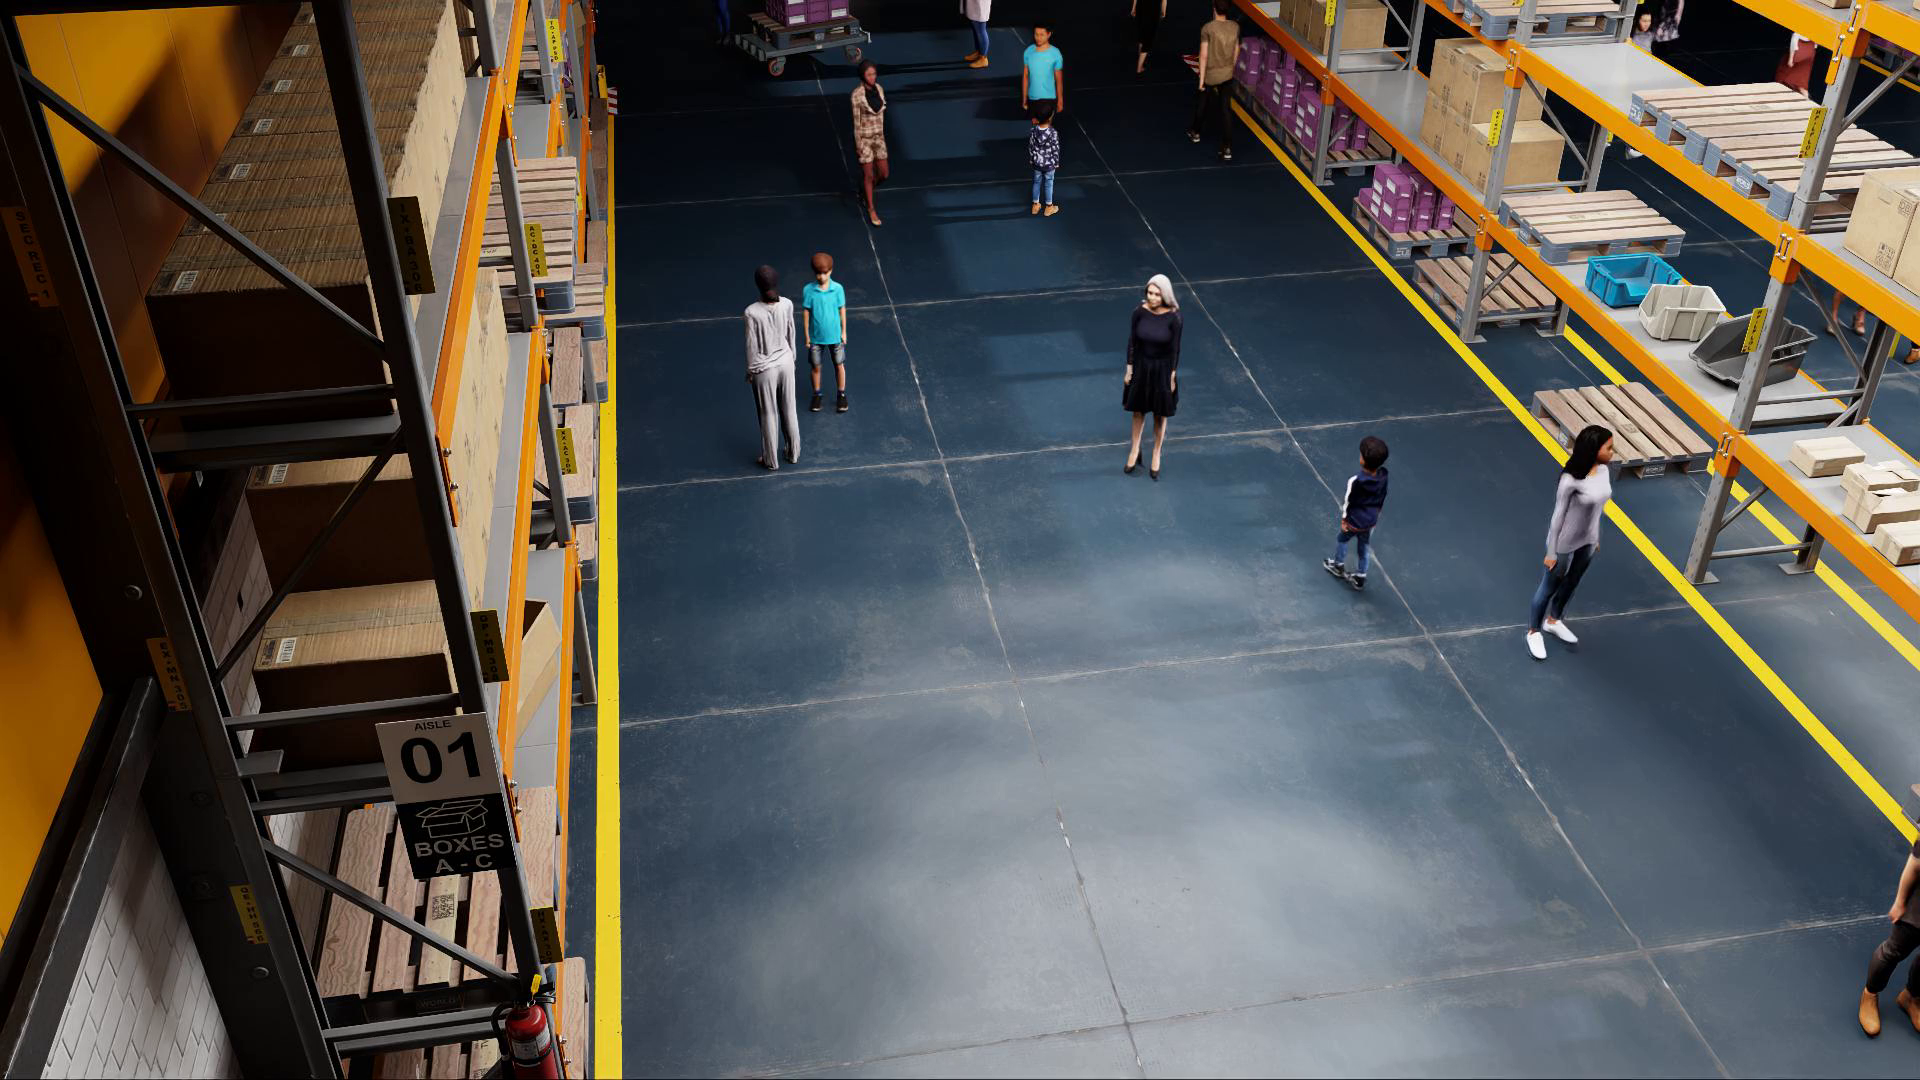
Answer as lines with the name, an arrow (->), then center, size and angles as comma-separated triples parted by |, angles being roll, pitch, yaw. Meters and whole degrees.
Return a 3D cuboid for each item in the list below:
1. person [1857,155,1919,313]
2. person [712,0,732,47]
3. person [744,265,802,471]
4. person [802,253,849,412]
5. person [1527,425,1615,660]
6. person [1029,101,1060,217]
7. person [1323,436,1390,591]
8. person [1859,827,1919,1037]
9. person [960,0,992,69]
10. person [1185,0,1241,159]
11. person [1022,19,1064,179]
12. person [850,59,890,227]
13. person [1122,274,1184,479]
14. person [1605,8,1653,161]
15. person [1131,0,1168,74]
person -> 8.850, -2.943, 15.730 | 0.724, 1.713, 0.818 | -20, 38, -27
person -> -3.265, -7.639, 22.829 | 0.720, 1.675, 0.759 | 15, 37, 22
person -> -1.497, -1.382, 13.326 | 0.655, 1.774, 0.648 | -18, 37, -24
person -> -1.156, -1.793, 14.239 | 0.525, 1.448, 0.496 | -3, 34, -5
person -> 4.138, 0.000, 11.280 | 0.687, 1.737, 0.643 | -12, 36, -18
person -> 0.902, -4.112, 17.906 | 0.585, 1.251, 0.632 | 15, 36, 21
person -> 2.924, -0.167, 12.006 | 0.583, 1.211, 0.646 | -10, 35, -15
person -> 5.029, 1.843, 8.526 | 0.671, 1.717, 0.635 | 2, 34, 3
person -> 0.237, -7.179, 22.077 | 0.733, 1.741, 0.533 | -5, 34, -8
person -> 3.013, -5.306, 19.205 | 0.751, 1.801, 1.249 | -9, 35, -13
person -> 0.969, -5.028, 18.832 | 0.991, 1.752, 1.119 | 13, 36, 19
person -> -1.002, -4.196, 17.553 | 0.730, 1.783, 0.813 | -22, 40, -30
person -> 1.529, -1.302, 13.231 | 0.698, 1.746, 0.723 | 12, 35, 17
person -> 7.703, -5.343, 19.370 | 0.816, 1.681, 1.210 | -14, 36, -20
person -> 2.449, -6.916, 21.809 | 0.841, 1.599, 0.938 | 13, 36, 19
